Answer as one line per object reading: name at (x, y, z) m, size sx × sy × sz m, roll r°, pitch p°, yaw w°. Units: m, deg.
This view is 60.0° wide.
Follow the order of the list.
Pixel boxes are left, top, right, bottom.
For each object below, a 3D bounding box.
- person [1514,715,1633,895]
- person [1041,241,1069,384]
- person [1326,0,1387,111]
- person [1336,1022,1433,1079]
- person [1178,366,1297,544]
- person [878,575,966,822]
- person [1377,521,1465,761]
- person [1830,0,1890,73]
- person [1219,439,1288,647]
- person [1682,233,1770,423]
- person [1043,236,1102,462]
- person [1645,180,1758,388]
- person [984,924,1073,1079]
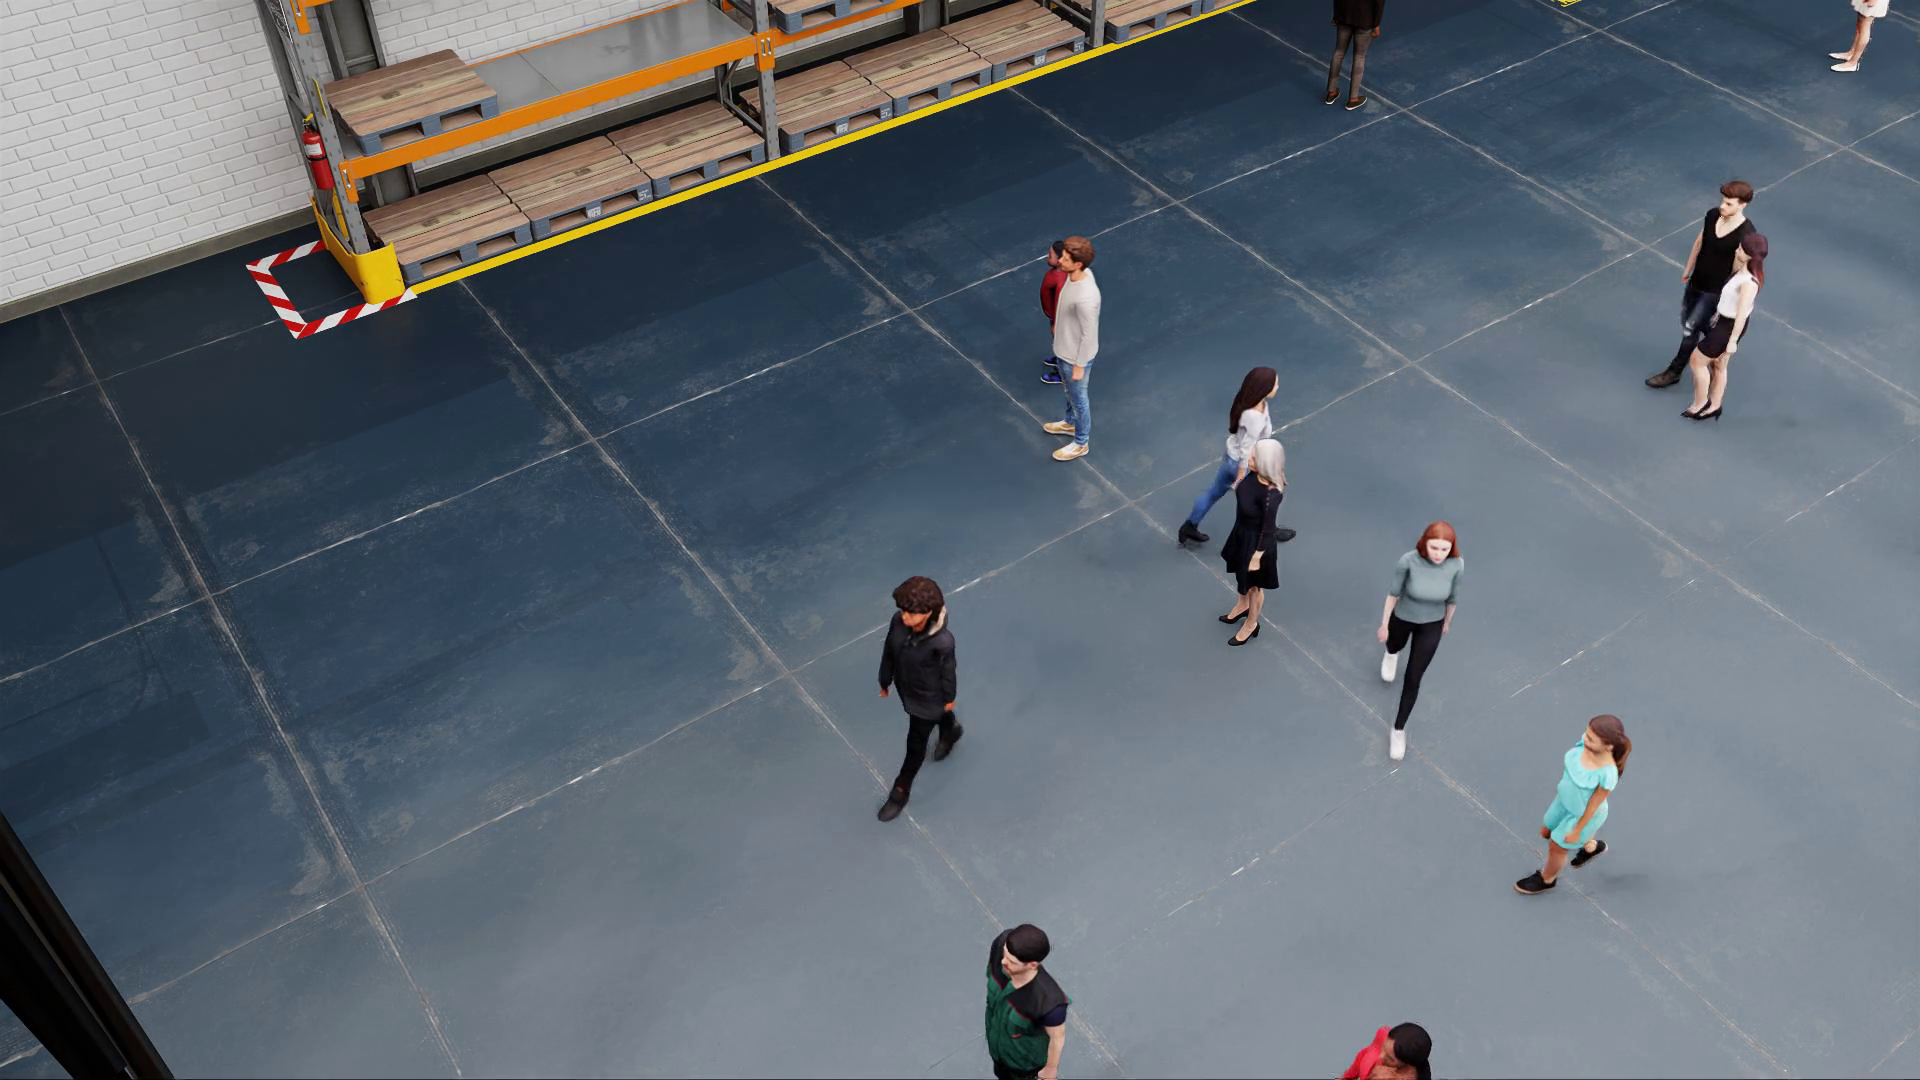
person at (3.607, 1.532, 9.512) m, size 0.872 × 1.547 × 0.746 m, roll -3°, pitch 44°, yaw -4°
person at (0.799, -1.833, 13.257) m, size 0.629 × 1.252 × 0.578 m, roll 3°, pitch 44°, yaw 4°
person at (3.883, -5.113, 16.304) m, size 0.721 × 1.799 × 0.659 m, roll 27°, pitch 50°, yaw 25°
person at (2.129, 2.818, 7.998) m, size 0.868 × 1.772 × 0.807 m, roll 3°, pitch 44°, yaw 3°
person at (1.888, -0.533, 11.656) m, size 1.165 × 1.580 × 0.963 m, roll -3°, pitch 44°, yaw -3°
person at (-0.188, 0.846, 10.090) m, size 0.829 × 1.742 × 1.179 m, roll 30°, pitch 51°, yaw 28°
person at (2.864, 0.473, 10.513) m, size 1.112 × 1.699 × 1.193 m, roll 8°, pitch 44°, yaw 8°
person at (9.320, -5.616, 16.889) m, size 0.773 × 1.720 × 0.712 m, roll 9°, pitch 44°, yaw 9°
person at (1.926, 0.014, 10.961) m, size 0.715 × 1.746 × 0.694 m, roll -5°, pitch 44°, yaw -5°
person at (5.962, -1.582, 12.721) m, size 0.767 × 1.629 × 0.697 m, roll 12°, pitch 45°, yaw 12°
person at (0.860, -1.429, 12.363) m, size 0.725 × 1.902 × 0.752 m, roll -7°, pitch 44°, yaw -7°
person at (5.942, -2.002, 12.989) m, size 1.102 × 1.868 × 0.893 m, roll -12°, pitch 45°, yaw -13°
person at (0.316, 2.477, 8.265) m, size 0.546 × 1.900 × 0.674 m, roll -25°, pitch 49°, yaw -24°
